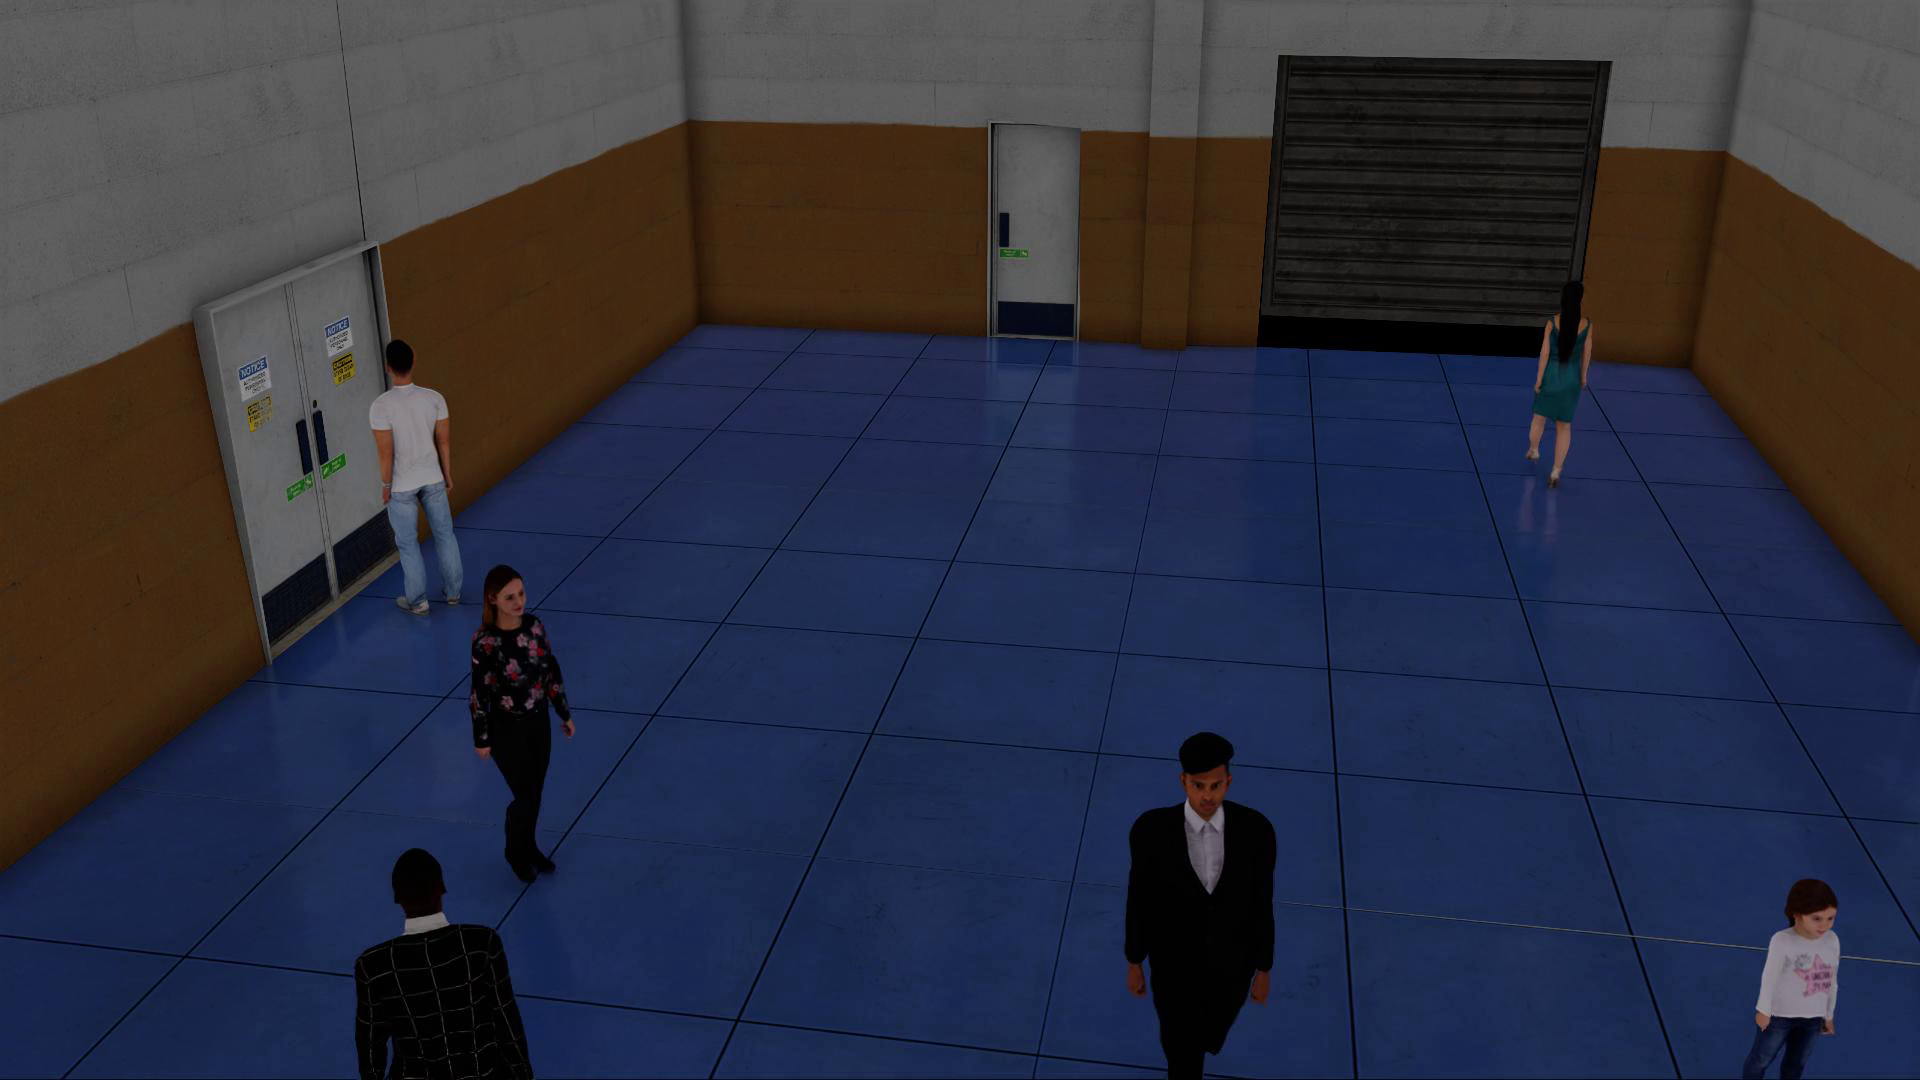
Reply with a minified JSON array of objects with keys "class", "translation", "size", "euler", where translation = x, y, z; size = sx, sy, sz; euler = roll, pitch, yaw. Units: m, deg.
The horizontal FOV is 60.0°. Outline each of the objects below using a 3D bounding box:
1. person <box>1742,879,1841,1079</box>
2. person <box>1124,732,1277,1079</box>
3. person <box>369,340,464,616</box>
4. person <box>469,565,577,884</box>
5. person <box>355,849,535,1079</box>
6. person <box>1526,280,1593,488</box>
[{"class":"person","translation":[3.274,1.815,6.544],"size":[0.483,1.112,0.567],"euler":[-3,22,-8]},{"class":"person","translation":[0.906,1.532,6.256],"size":[1.132,1.852,0.882],"euler":[0,22,1]},{"class":"person","translation":[-3.635,-0.416,11.088],"size":[0.749,1.864,0.777],"euler":[-18,28,-38]},{"class":"person","translation":[-2.218,0.881,8.120],"size":[0.683,1.669,0.678],"euler":[13,25,29]},{"class":"person","translation":[-1.660,1.884,5.455],"size":[0.935,1.797,0.975],"euler":[-7,23,-17]},{"class":"person","translation":[4.840,-1.223,13.374],"size":[0.855,1.657,0.645],"euler":[3,22,8]}]
